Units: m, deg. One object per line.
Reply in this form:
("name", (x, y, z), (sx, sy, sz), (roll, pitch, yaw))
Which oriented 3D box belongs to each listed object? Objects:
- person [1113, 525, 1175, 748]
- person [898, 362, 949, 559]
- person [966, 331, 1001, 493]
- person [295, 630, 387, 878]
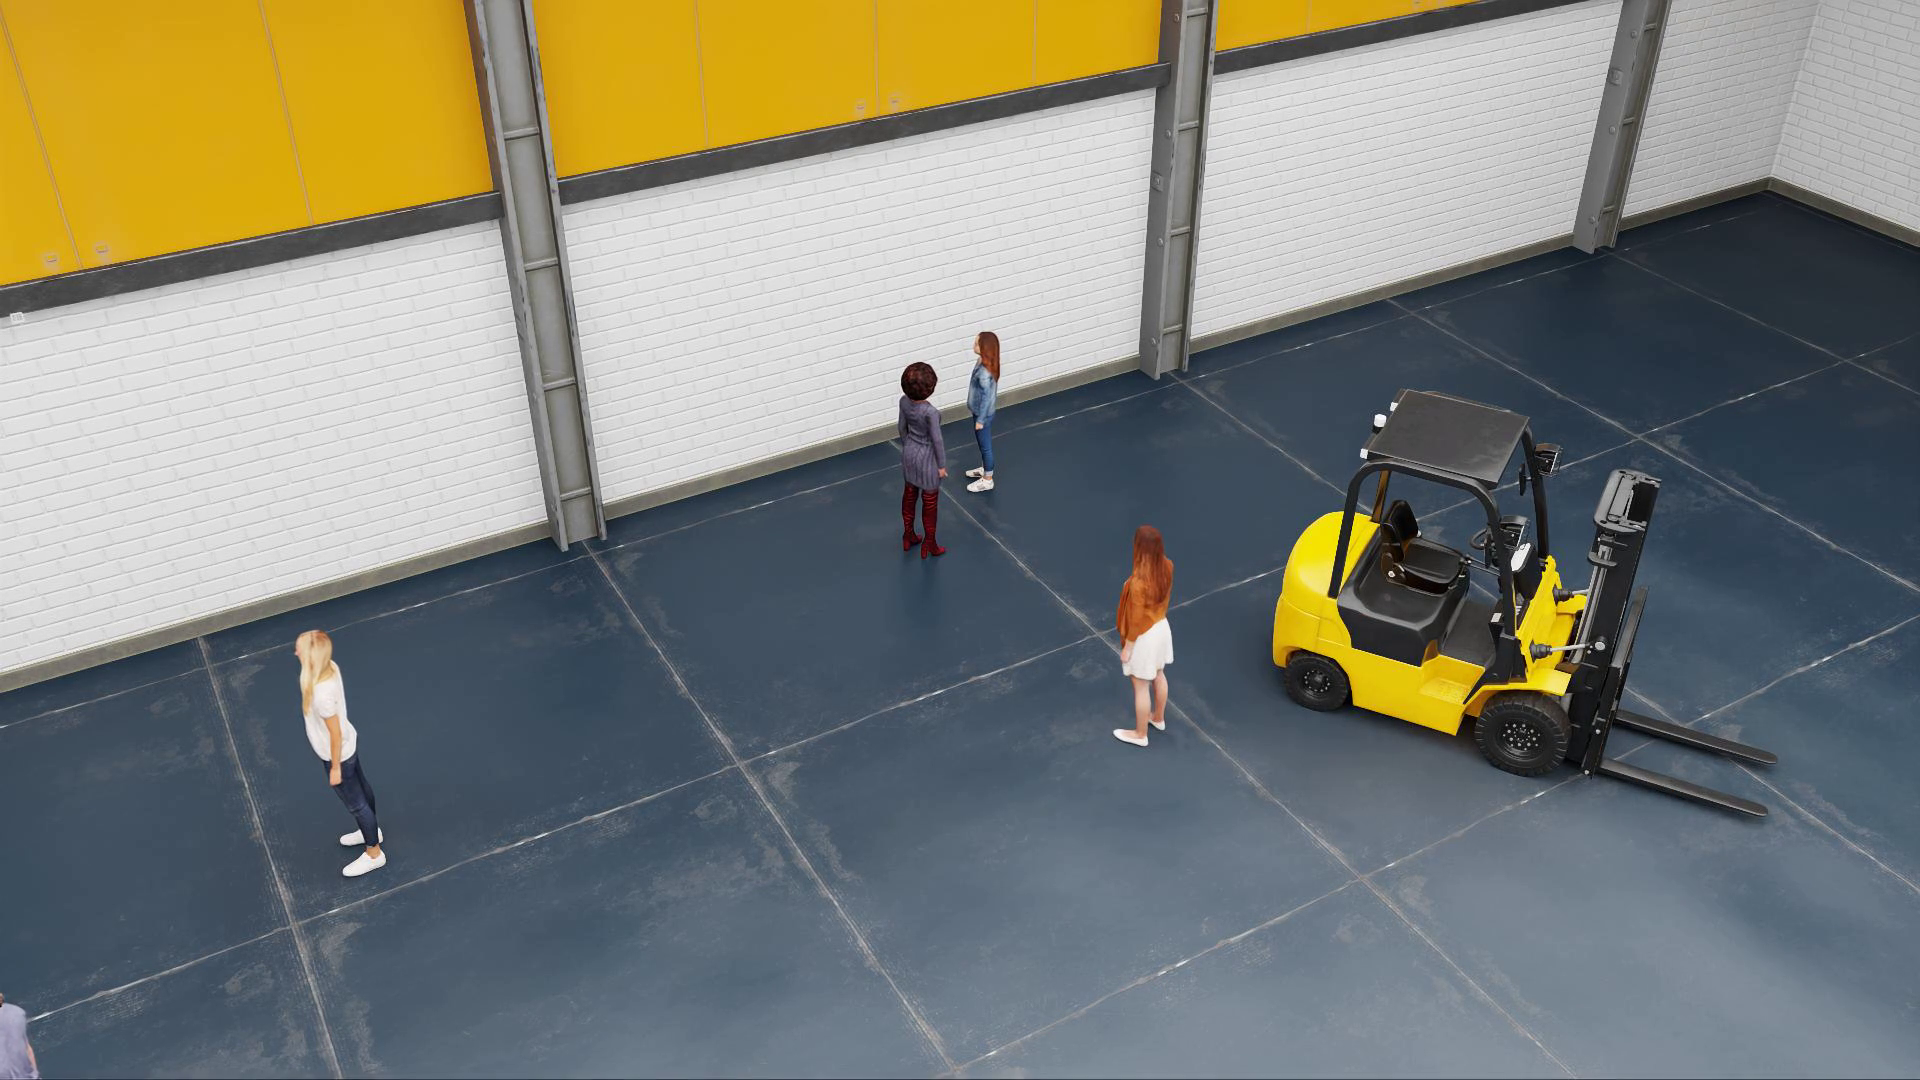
("person", (1.282, 0.654, 11.342), (0.755, 1.720, 0.621), (25, 41, 32))
("person", (-0.312, -0.637, 13.292), (0.649, 1.710, 0.612), (27, 42, 34))
("person", (0.206, -1.116, 14.224), (0.650, 1.477, 0.639), (-1, 34, -1))
("person", (-3.833, 1.295, 10.298), (0.565, 1.809, 0.631), (-10, 35, -15))
